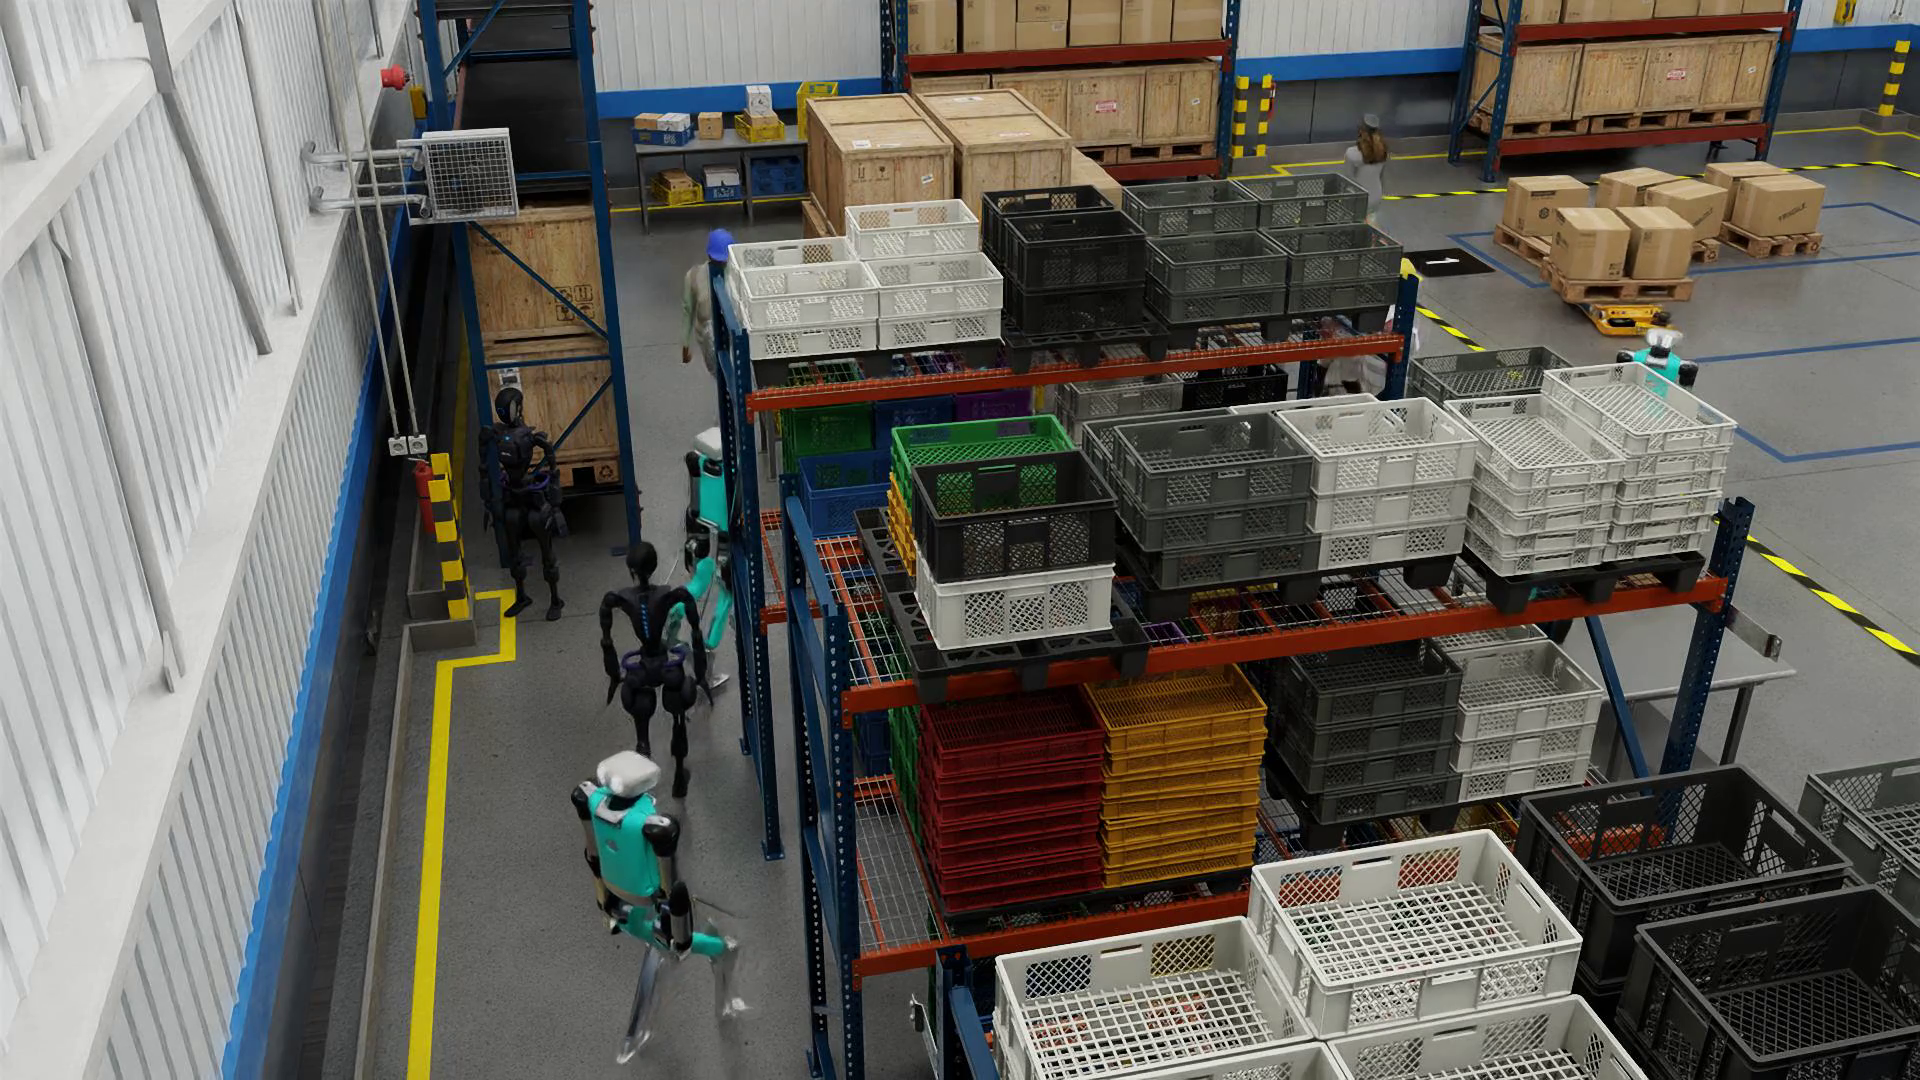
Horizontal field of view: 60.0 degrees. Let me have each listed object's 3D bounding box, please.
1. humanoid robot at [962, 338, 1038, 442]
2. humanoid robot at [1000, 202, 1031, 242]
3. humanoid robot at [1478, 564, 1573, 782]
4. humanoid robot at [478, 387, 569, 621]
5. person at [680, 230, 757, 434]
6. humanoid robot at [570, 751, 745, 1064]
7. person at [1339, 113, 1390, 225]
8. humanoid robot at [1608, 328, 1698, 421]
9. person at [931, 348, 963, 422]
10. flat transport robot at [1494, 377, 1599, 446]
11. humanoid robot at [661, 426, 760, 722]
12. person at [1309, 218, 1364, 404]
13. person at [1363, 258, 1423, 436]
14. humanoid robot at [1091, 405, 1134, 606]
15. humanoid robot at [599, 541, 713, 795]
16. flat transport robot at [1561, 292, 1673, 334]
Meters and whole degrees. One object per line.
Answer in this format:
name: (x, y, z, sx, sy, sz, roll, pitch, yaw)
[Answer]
humanoid robot: (0.365, -0.473, 11.353, 0.530, 1.768, 0.772, -10, 30, -19)
humanoid robot: (0.456, -2.158, 14.643, 0.571, 1.643, 0.610, -2, 28, -4)
humanoid robot: (3.058, 0.627, 9.311, 0.742, 1.808, 0.563, -3, 28, -5)
humanoid robot: (-2.866, -0.233, 10.962, 0.599, 1.657, 0.315, 6, 28, 11)
person: (-1.930, -1.602, 13.362, 0.638, 1.879, 1.065, 5, 28, 10)
humanoid robot: (-1.257, 1.602, 7.512, 0.558, 1.818, 0.867, 16, 32, 28)
person: (4.103, -3.497, 17.076, 0.591, 1.758, 0.446, -14, 31, -24)
humanoid robot: (4.874, -0.721, 11.902, 0.544, 1.839, 0.854, 13, 30, 23)
person: (-0.090, -0.674, 11.625, 0.715, 1.846, 0.600, 2, 28, 5)
flat transport robot: (4.780, -1.036, 14.013, 0.659, 0.231, 1.431, -6, 28, -12)
humanoid robot: (-1.576, 0.294, 10.034, 0.545, 1.908, 0.748, 20, 34, 33)
person: (2.985, -1.645, 13.344, 0.918, 1.973, 0.646, 2, 28, 4)
person: (3.297, -1.273, 12.779, 0.404, 1.837, 0.590, 1, 28, 2)
humanoid robot: (0.935, -0.105, 10.745, 0.611, 1.643, 0.424, -7, 29, -13)
humanoid robot: (-1.656, 0.792, 9.051, 0.591, 1.627, 0.671, -2, 28, -4)
flat transport robot: (6.492, -2.383, 16.537, 0.652, 0.197, 1.431, 0, 28, -1)
